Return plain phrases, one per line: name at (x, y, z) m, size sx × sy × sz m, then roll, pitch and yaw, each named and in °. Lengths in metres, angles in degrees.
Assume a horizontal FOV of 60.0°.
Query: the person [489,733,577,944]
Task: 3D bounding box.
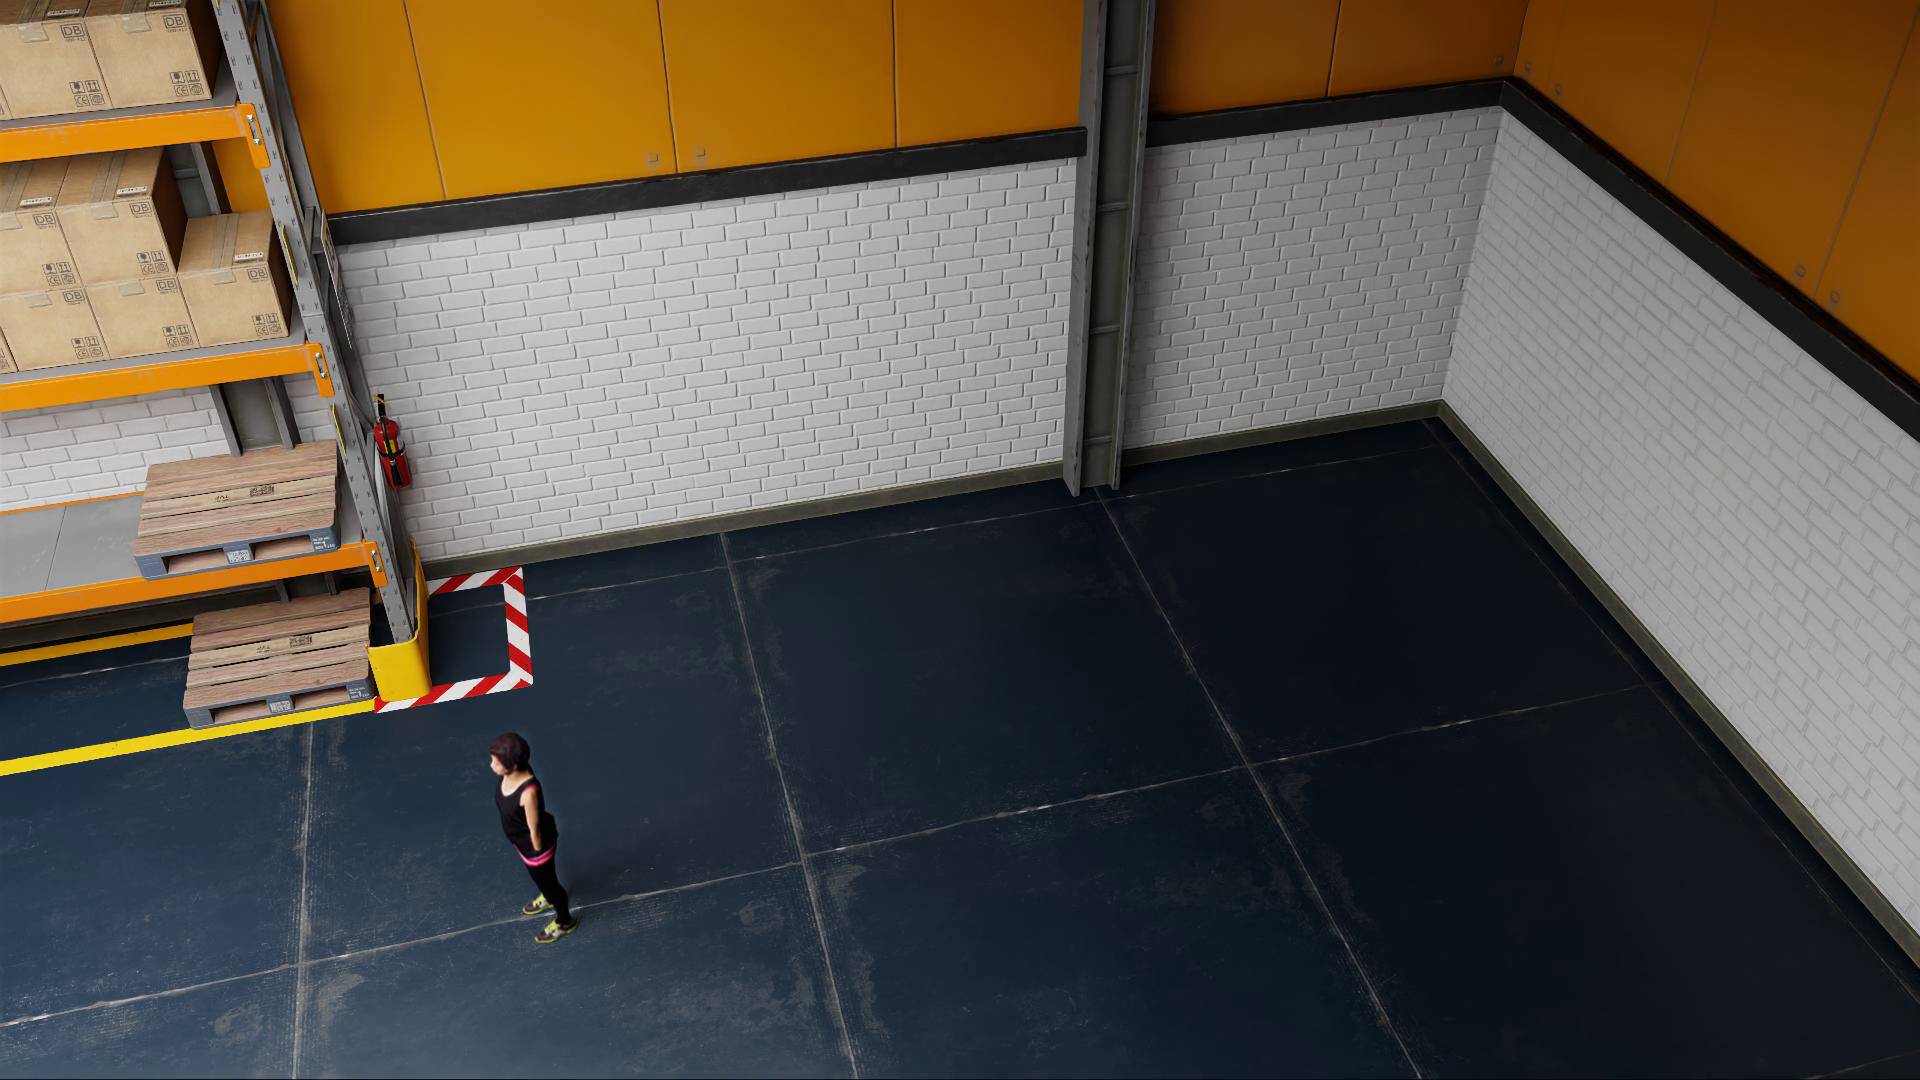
person at (-2.448, 1.682, 9.530) m, size 0.593 × 1.550 × 0.594 m, roll -22°, pitch 44°, yaw -25°
